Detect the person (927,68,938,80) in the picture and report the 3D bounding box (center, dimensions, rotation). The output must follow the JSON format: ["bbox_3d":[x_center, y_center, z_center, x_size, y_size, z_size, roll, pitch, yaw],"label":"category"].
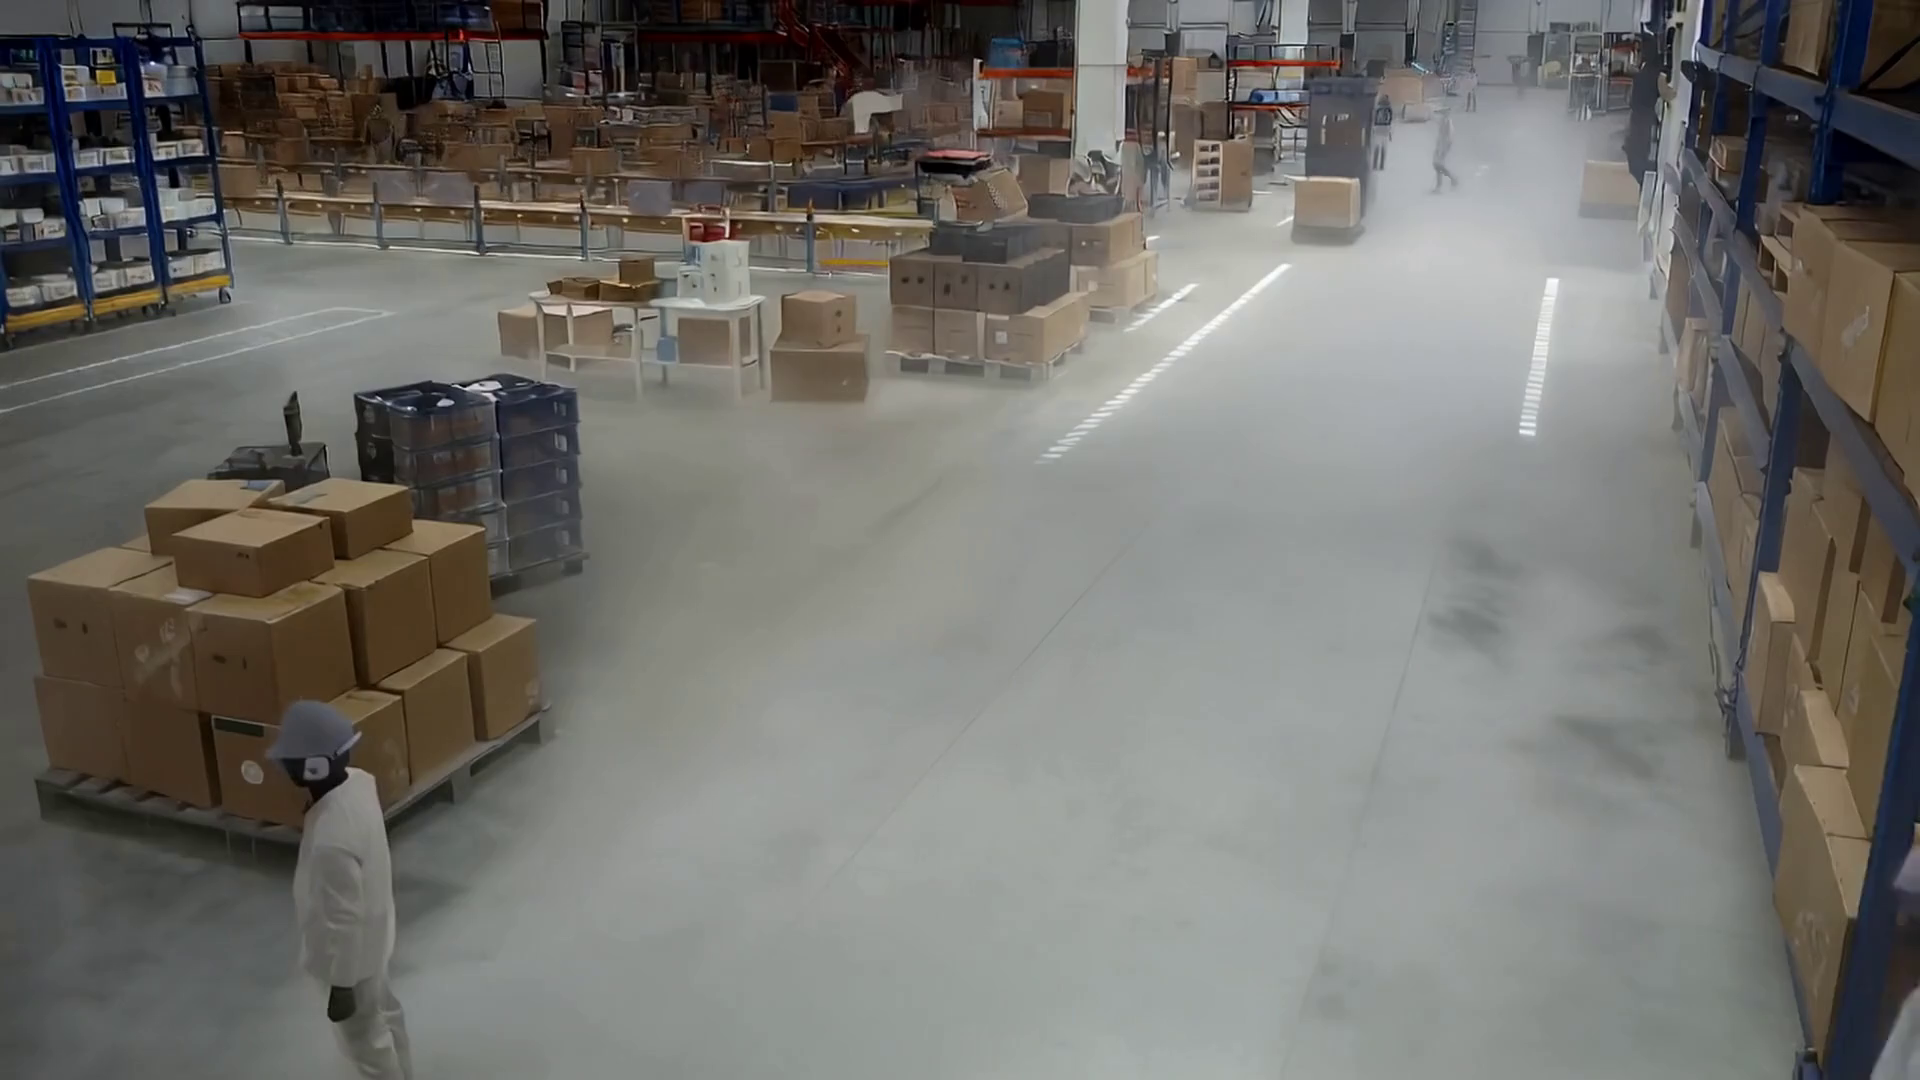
[{"bbox_3d":[-1.061,-16.074,60.198,0.615,1.935,1.063,9,20,25],"label":"person"}]

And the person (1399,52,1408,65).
[{"bbox_3d":[23.644,-25.127,88.861,0.626,1.809,0.903,-12,21,-32],"label":"person"}]

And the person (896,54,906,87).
[{"bbox_3d":[-2.928,-23.193,82.709,0.516,1.844,0.332,-4,18,-12],"label":"person"}]

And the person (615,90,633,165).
[{"bbox_3d":[-8.836,-10.881,43.886,0.543,1.932,0.376,8,19,24],"label":"person"}]

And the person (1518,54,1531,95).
[{"bbox_3d":[27.400,-22.482,80.373,0.695,1.900,0.619,1,18,3],"label":"person"}]

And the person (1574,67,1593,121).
[{"bbox_3d":[22.949,-16.406,61.213,0.599,1.958,0.374,12,21,32],"label":"person"}]

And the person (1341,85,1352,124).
[{"bbox_3d":[12.662,-14.042,54.366,0.861,1.594,0.532,8,19,23],"label":"person"}]

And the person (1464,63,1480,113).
[{"bbox_3d":[20.400,-17.983,66.198,0.397,1.934,0.551,-13,22,-35],"label":"person"}]

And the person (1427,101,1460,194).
[{"bbox_3d":[10.743,-8.656,36.742,0.602,2.026,0.614,8,19,23],"label":"person"}]

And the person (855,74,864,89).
[{"bbox_3d":[-3.333,-15.387,58.265,0.730,1.804,0.607,4,18,12],"label":"person"}]

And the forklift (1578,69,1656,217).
[{"bbox_3d":[13.219,-7.740,32.475,1.873,2.768,1.129,6,19,18],"label":"forklift"}]

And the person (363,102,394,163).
[{"bbox_3d":[-13.546,-9.243,38.815,0.667,1.885,0.533,-7,19,-21],"label":"person"}]

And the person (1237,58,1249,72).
[{"bbox_3d":[12.625,-20.796,74.860,0.674,2.000,0.535,13,22,35],"label":"person"}]

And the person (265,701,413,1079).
[{"bbox_3d":[-2.108,1.366,5.691,0.343,1.749,0.573,-4,18,-12],"label":"person"}]

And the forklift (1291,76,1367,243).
[{"bbox_3d":[6.598,-6.755,29.381,1.129,2.768,1.873,6,19,19],"label":"forklift"}]

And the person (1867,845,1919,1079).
[{"bbox_3d":[2.609,1.701,4.352,0.935,1.954,0.639,10,20,29],"label":"person"}]

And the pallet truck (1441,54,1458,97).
[{"bbox_3d":[22.765,-21.886,78.355,0.823,1.965,1.885,-4,18,-14],"label":"pallet truck"}]

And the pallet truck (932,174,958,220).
[{"bbox_3d":[-0.507,-5.292,27.348,0.653,1.274,1.630,6,19,19],"label":"pallet truck"}]

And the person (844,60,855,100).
[{"bbox_3d":[-4.865,-19.980,72.571,0.452,1.868,0.602,-11,21,-31],"label":"person"}]

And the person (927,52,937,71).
[{"bbox_3d":[-1.465,-24.286,86.085,0.574,1.882,0.356,-8,19,-23],"label":"person"}]

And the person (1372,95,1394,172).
[{"bbox_3d":[10.695,-10.301,42.139,0.561,1.883,0.990,6,19,18],"label":"person"}]

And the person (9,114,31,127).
[{"bbox_3d":[-23.823,-10.304,41.959,0.623,1.999,0.956,3,18,9],"label":"person"}]
